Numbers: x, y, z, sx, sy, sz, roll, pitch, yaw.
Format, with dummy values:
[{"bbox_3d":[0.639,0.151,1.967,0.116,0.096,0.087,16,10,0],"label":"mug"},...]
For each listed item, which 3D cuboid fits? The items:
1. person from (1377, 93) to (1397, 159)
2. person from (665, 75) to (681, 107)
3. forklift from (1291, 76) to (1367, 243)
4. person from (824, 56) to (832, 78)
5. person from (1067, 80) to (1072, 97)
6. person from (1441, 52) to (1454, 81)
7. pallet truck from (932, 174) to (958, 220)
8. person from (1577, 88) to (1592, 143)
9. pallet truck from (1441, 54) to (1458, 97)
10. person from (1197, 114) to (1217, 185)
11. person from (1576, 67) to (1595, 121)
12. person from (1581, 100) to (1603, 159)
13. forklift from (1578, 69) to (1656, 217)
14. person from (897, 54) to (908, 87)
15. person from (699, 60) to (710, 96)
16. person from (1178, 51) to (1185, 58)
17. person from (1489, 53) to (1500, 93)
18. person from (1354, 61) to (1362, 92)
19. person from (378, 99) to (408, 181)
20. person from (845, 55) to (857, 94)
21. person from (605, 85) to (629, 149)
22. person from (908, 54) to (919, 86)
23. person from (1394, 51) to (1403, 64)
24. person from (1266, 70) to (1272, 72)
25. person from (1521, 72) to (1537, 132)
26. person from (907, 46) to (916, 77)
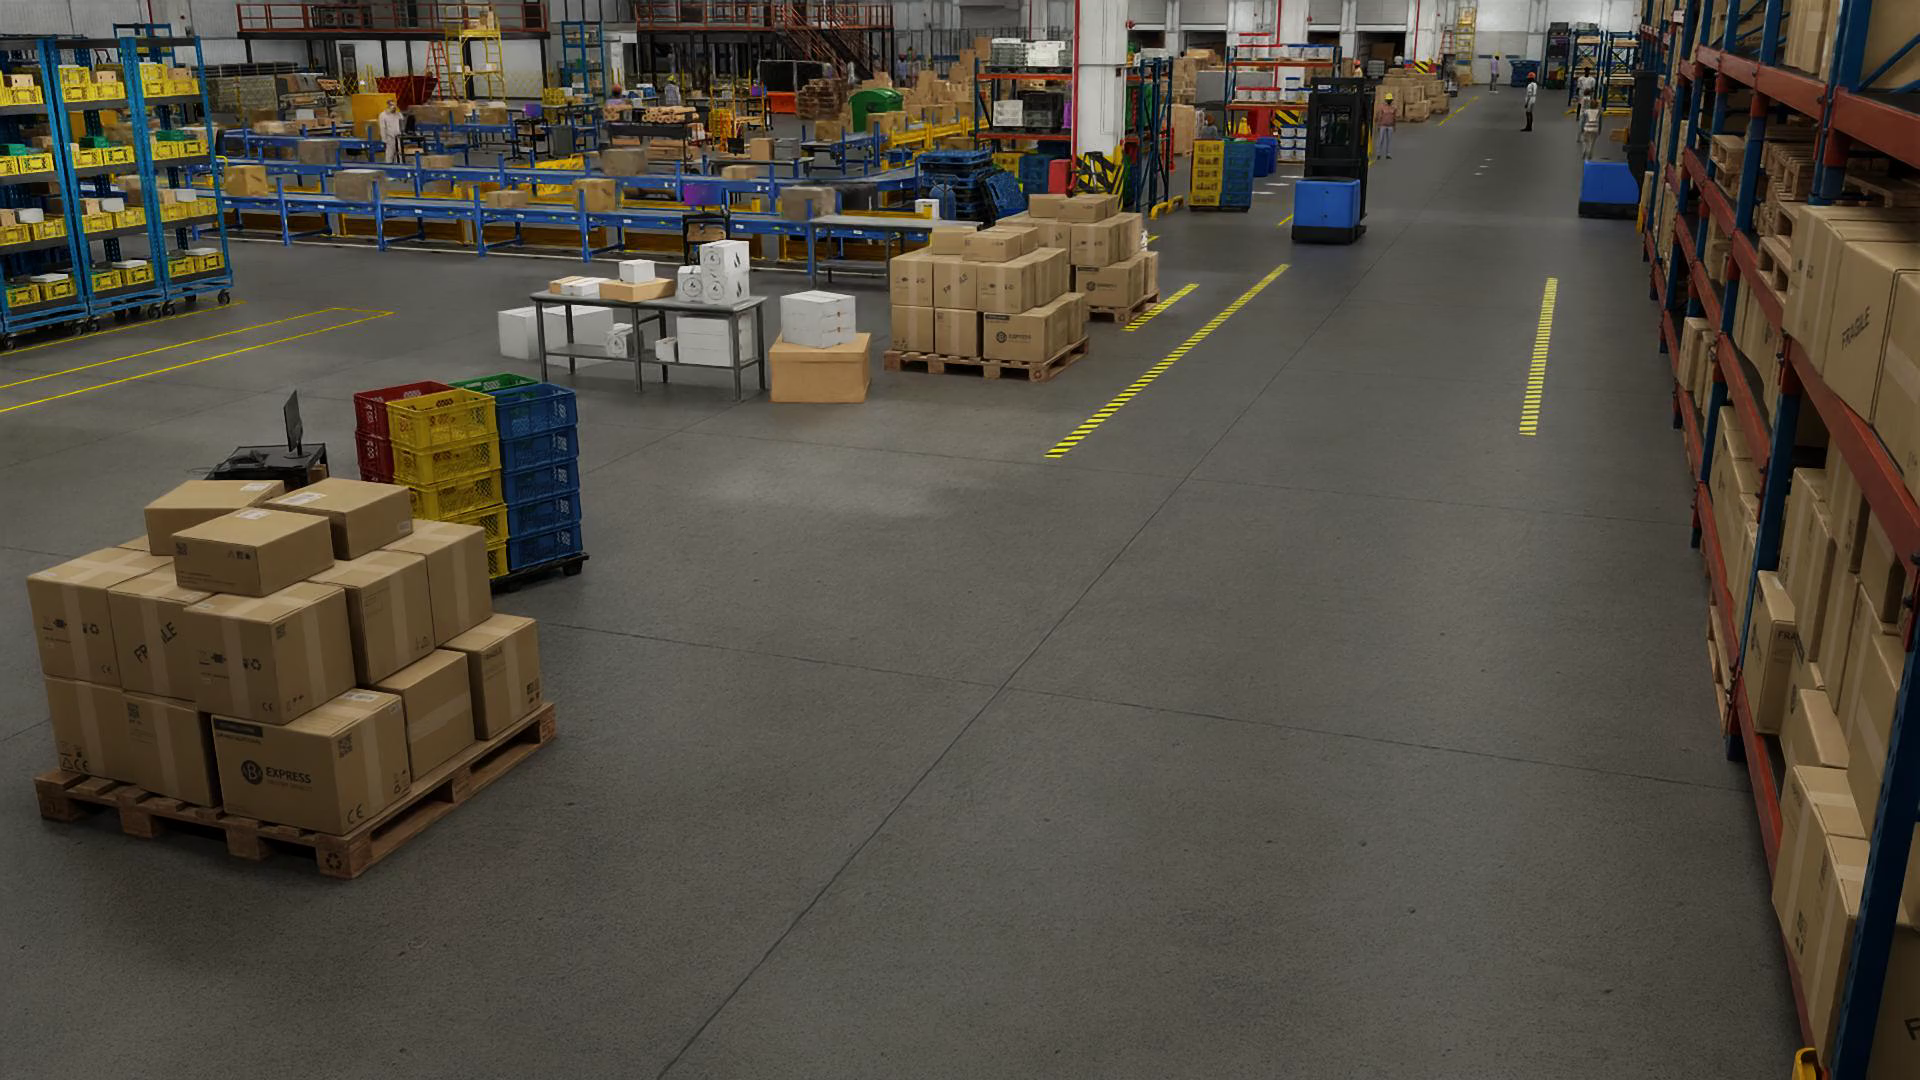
[{"bbox_3d":[11.697,-11.337,45.587,0.525,1.769,0.310,0,18,-1],"label":"person"},{"bbox_3d":[-9.675,-14.766,56.247,0.592,1.835,0.404,9,20,25],"label":"person"},{"bbox_3d":[6.598,-6.755,29.381,1.129,2.768,1.873,6,19,19],"label":"forklift"},{"bbox_3d":[-6.209,-21.680,77.885,0.839,1.889,0.598,-11,21,-31],"label":"person"},{"bbox_3d":[3.899,-15.524,58.503,0.527,1.919,0.556,7,19,22],"label":"person"},{"bbox_3d":[23.317,-22.344,79.726,0.598,2.000,0.691,-2,18,-5],"label":"person"},{"bbox_3d":[-0.507,-5.292,27.348,0.653,1.274,1.630,6,19,19],"label":"pallet truck"},{"bbox_3d":[19.320,-13.126,51.410,0.312,1.642,0.512,-1,18,-2],"label":"person"},{"bbox_3d":[22.765,-21.886,78.355,0.823,1.965,1.885,-4,18,-14],"label":"pallet truck"},{"bbox_3d":[5.795,-9.116,38.826,0.289,1.633,0.498,-11,21,-31],"label":"person"},{"bbox_3d":[23.000,-16.408,61.218,0.606,1.957,0.383,3,18,10],"label":"person"},{"bbox_3d":[17.204,-11.162,45.302,0.529,1.606,0.783,7,19,20],"label":"person"},{"bbox_3d":[13.219,-7.740,32.475,1.873,2.768,1.129,6,19,18],"label":"forklift"},{"bbox_3d":[-2.824,-22.867,81.578,0.556,1.919,0.812,0,18,1],"label":"person"},{"bbox_3d":[-11.612,-20.872,75.495,0.959,1.806,0.511,-9,20,-27],"label":"person"},{"bbox_3d":[12.003,-25.471,89.890,0.634,1.841,0.429,-12,21,-34],"label":"person"},{"bbox_3d":[26.602,-23.222,82.666,0.369,1.928,0.586,-6,19,-19],"label":"person"},{"bbox_3d":[16.640,-19.126,69.804,0.400,1.928,0.542,9,20,27],"label":"person"},{"bbox_3d":[-13.566,-9.591,39.894,0.401,1.901,0.646,16,24,41],"label":"person"},{"bbox_3d":[-5.247,-22.612,80.858,0.714,1.863,0.599,-8,19,-24],"label":"person"},{"bbox_3d":[-9.139,-11.108,44.461,0.630,2.022,0.455,8,19,23],"label":"person"},{"bbox_3d":[-2.193,-22.389,80.013,0.625,1.962,0.930,3,18,10],"label":"person"},{"bbox_3d":[23.735,-25.560,90.127,0.520,1.861,0.332,8,19,23],"label":"person"},{"bbox_3d":[11.177,-16.310,61.079,0.624,1.852,0.527,7,19,22],"label":"person"},{"bbox_3d":[19.196,-14.767,56.086,0.359,1.936,0.551,13,22,36],"label":"person"},{"bbox_3d":[-2.986,-29.213,101.633,0.627,1.845,0.429,-7,19,-21],"label":"person"}]
